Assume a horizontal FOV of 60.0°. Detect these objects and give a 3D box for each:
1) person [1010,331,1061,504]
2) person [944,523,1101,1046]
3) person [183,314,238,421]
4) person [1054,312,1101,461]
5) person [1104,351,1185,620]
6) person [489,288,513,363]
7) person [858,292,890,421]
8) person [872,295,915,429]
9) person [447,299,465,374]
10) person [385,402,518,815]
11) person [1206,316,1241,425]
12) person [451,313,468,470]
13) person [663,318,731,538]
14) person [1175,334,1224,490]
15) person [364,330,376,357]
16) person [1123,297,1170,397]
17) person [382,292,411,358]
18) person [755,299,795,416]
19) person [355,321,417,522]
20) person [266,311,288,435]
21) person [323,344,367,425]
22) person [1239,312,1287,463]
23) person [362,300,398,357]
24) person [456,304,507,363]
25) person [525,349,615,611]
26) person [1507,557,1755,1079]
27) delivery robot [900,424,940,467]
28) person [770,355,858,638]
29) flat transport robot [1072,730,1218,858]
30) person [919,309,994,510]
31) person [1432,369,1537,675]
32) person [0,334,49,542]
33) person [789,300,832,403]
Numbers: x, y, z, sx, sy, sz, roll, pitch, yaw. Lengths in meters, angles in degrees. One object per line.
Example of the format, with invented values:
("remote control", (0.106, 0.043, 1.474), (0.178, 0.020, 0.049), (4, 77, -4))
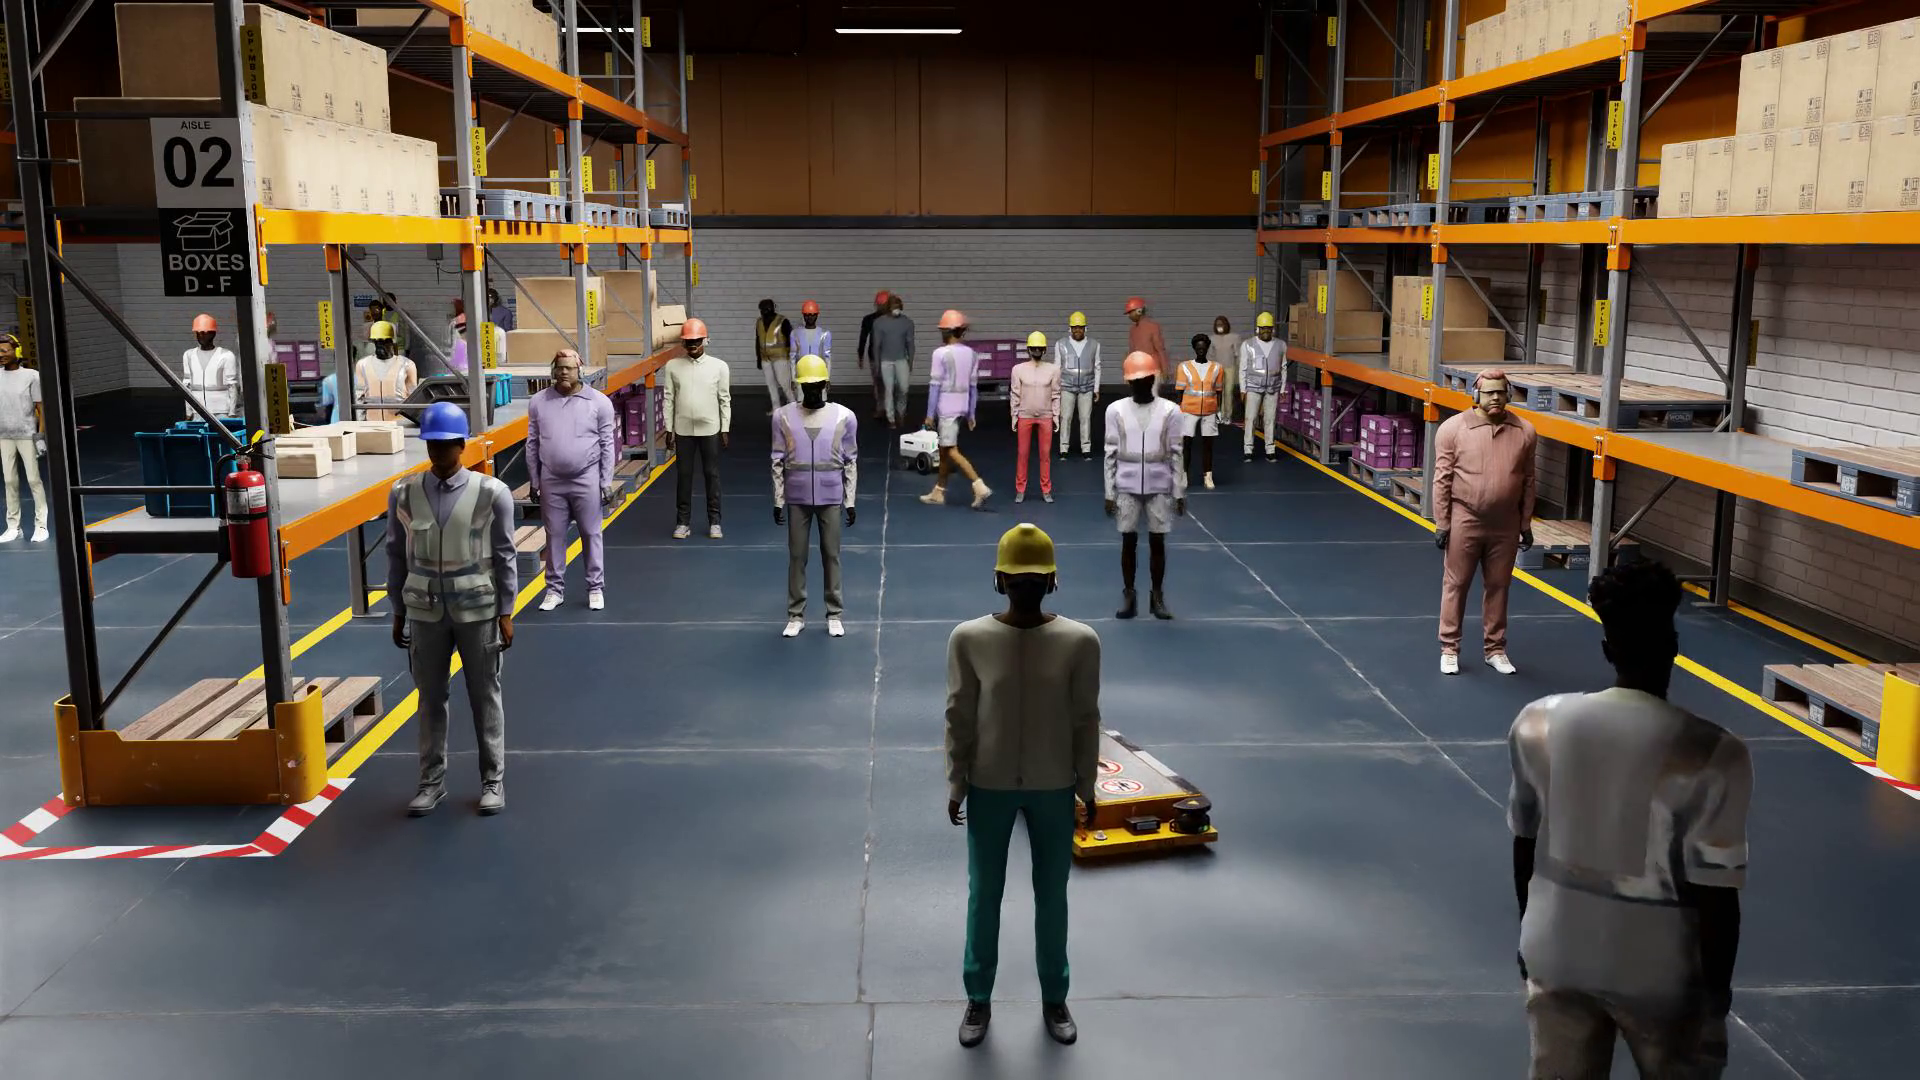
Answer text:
("person", (0.776, -1.253, 17.082), (0.526, 1.772, 0.308), (0, 10, -2))
("person", (0.209, 0.817, 5.555), (0.526, 1.772, 0.308), (0, 10, -2))
("person", (-7.723, -1.351, 17.147), (0.545, 1.942, 0.353), (0, 10, -2))
("person", (1.434, -1.874, 20.366), (0.591, 1.833, 0.403), (0, 10, -2))
("person", (1.317, -0.368, 11.804), (0.594, 1.924, 0.380), (1, 10, 8))
("person", (-7.561, -3.112, 26.966), (0.630, 1.940, 0.372), (0, 10, -2))
("person", (-1.189, -2.764, 25.070), (0.668, 1.926, 1.041), (0, 10, 2))
("person", (-0.946, -2.544, 23.847), (0.632, 1.918, 0.442), (-2, 10, -11))
("person", (-7.407, -2.671, 24.822), (1.013, 1.822, 0.604), (-4, 11, -23))
("person", (-2.375, 0.324, 7.793), (0.605, 1.951, 0.383), (0, 10, -2))
("person", (3.863, -2.485, 24.389), (0.519, 1.598, 0.588), (4, 11, 23))
("person", (-5.487, -1.566, 18.519), (0.353, 1.898, 0.707), (-3, 11, -16))
("person", (-2.381, -1.002, 15.058), (0.612, 1.995, 0.382), (0, 10, -2))
("person", (2.597, -1.388, 18.041), (0.536, 1.697, 0.318), (0, 10, -2))
("person", (-7.644, -2.052, 22.008), (0.518, 1.595, 0.846), (6, 12, 30))
("person", (2.511, -2.242, 22.108), (0.678, 1.944, 0.661), (-5, 11, -28))
("person", (-9.479, -3.204, 27.751), (0.625, 1.844, 0.429), (0, 10, -2))
("person", (-2.839, -2.798, 25.593), (0.658, 1.811, 0.543), (6, 12, 31))
("person", (-5.499, -1.135, 15.976), (0.588, 1.930, 0.363), (0, 10, -2))
("person", (-8.275, -1.844, 20.166), (0.957, 1.835, 0.610), (-1, 10, -6))
("person", (-6.183, -1.162, 16.836), (0.522, 1.674, 0.720), (0, 10, 2))
("person", (3.691, -1.854, 20.243), (0.591, 1.837, 0.403), (0, 10, -2))
("person", (-8.184, -2.453, 23.490), (0.515, 1.872, 0.328), (0, 10, -2))
("person", (-6.160, -2.098, 21.429), (0.672, 1.917, 0.469), (-4, 11, -21))
("person", (-2.837, -0.431, 12.109), (0.641, 1.913, 0.407), (0, 10, -2))
("person", (1.578, 1.013, 4.013), (0.536, 1.924, 0.638), (-10, 14, -43))
("delivery robot", (-0.388, -1.106, 19.389), (0.477, 0.478, 0.707), (-8, 13, -36))
("person", (-0.988, -0.290, 11.292), (0.597, 1.925, 0.387), (0, 10, -2))
("flat transport robot", (0.614, 1.146, 7.888), (0.652, 0.197, 1.431), (-3, 11, -17))
("person", (-0.033, -1.304, 16.708), (0.967, 2.011, 0.623), (7, 12, 35))
("person", (3.256, -0.107, 10.320), (0.641, 1.908, 0.407), (0, 10, -2))
("person", (-8.439, -0.907, 14.880), (0.515, 1.870, 0.328), (0, 10, -2))
("person", (-1.913, -2.102, 21.331), (0.545, 1.942, 0.353), (0, 10, -2))
